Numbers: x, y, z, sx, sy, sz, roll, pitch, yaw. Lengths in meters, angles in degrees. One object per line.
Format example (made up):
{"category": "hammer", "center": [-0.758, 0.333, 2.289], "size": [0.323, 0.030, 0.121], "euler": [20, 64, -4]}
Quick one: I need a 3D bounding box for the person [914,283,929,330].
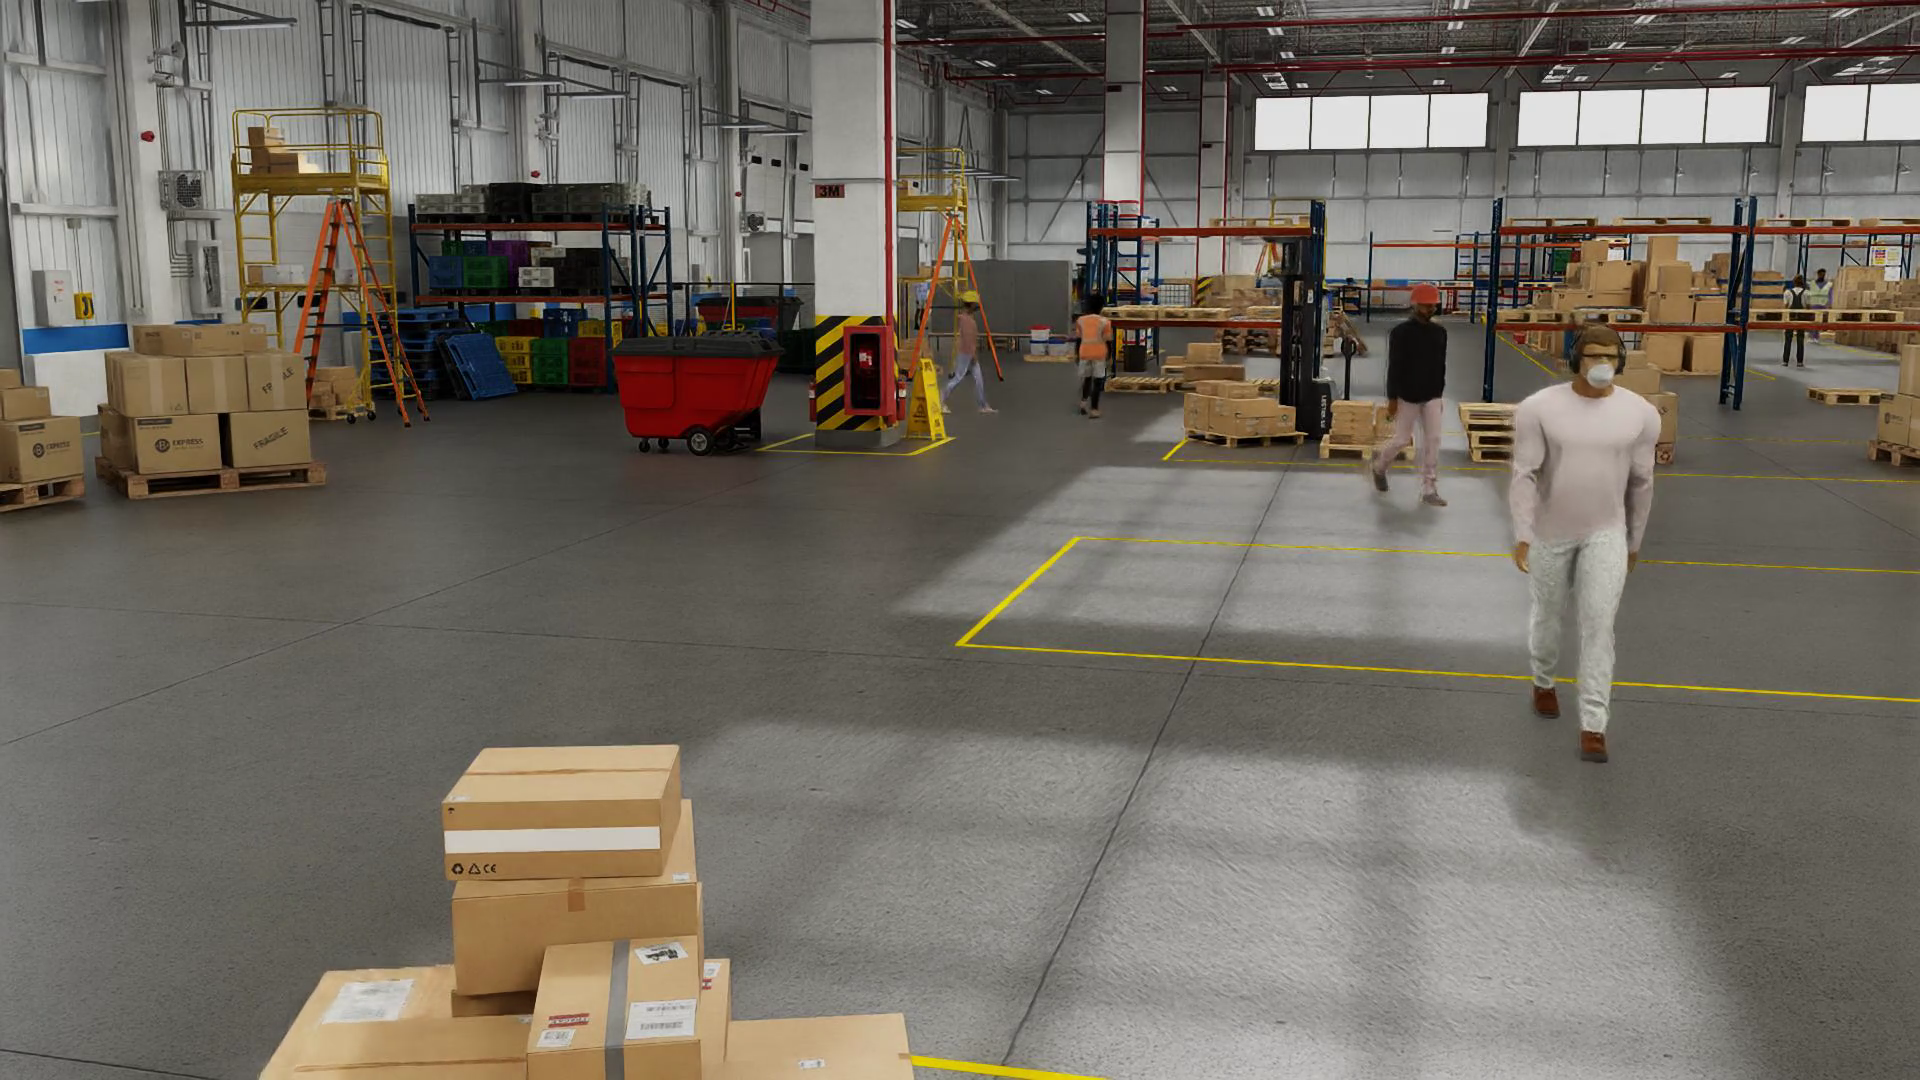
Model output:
{"category": "person", "center": [-1.145, -7.325, 50.352], "size": [0.393, 1.928, 0.544], "euler": [7, 12, 34]}

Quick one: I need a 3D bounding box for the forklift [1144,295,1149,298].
{"category": "forklift", "center": [4.408, -7.276, 47.242], "size": [1.873, 2.768, 1.129], "euler": [2, 10, 14]}

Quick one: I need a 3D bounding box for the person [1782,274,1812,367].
{"category": "person", "center": [16.723, -4.386, 33.272], "size": [0.508, 1.846, 0.345], "euler": [5, 11, 27]}

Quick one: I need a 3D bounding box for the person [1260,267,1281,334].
{"category": "person", "center": [8.925, -6.886, 47.806], "size": [0.634, 1.915, 0.818], "euler": [7, 12, 37]}

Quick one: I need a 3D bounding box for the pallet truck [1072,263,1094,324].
{"category": "pallet truck", "center": [4.325, -8.180, 55.162], "size": [0.823, 1.965, 1.885], "euler": [6, 11, 31]}

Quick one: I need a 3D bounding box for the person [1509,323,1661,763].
{"category": "person", "center": [2.798, -0.035, 7.522], "size": [0.626, 1.900, 1.011], "euler": [3, 10, 15]}

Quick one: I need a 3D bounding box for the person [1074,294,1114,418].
{"category": "person", "center": [1.829, -2.486, 22.546], "size": [0.562, 1.681, 0.370], "euler": [6, 11, 30]}

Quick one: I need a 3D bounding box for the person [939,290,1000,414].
{"category": "person", "center": [0.072, -2.604, 23.131], "size": [0.888, 1.725, 0.539], "euler": [1, 10, 7]}

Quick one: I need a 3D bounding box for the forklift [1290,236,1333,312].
{"category": "forklift", "center": [10.462, -7.945, 51.181], "size": [1.873, 2.768, 1.129], "euler": [-2, 10, -12]}

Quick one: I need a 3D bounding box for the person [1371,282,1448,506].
{"category": "person", "center": [4.029, -1.309, 14.807], "size": [0.631, 1.966, 0.875], "euler": [-4, 10, -20]}

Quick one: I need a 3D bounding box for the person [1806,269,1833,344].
{"category": "person", "center": [21.717, -5.888, 42.018], "size": [0.612, 1.868, 0.971], "euler": [3, 10, 15]}

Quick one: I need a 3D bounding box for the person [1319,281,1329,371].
{"category": "person", "center": [6.903, -4.108, 31.960], "size": [0.485, 1.737, 0.321], "euler": [-5, 11, -28]}

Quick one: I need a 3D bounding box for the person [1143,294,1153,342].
{"category": "person", "center": [4.568, -6.075, 43.126], "size": [0.640, 1.891, 1.035], "euler": [-8, 13, -39]}

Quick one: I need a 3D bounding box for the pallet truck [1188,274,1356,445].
{"category": "pallet truck", "center": [3.653, -2.138, 19.590], "size": [1.885, 1.965, 0.823], "euler": [-4, 10, -20]}

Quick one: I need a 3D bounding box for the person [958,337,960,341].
{"category": "person", "center": [0.054, -6.042, 43.762], "size": [0.534, 1.597, 0.863], "euler": [6, 12, 34]}
